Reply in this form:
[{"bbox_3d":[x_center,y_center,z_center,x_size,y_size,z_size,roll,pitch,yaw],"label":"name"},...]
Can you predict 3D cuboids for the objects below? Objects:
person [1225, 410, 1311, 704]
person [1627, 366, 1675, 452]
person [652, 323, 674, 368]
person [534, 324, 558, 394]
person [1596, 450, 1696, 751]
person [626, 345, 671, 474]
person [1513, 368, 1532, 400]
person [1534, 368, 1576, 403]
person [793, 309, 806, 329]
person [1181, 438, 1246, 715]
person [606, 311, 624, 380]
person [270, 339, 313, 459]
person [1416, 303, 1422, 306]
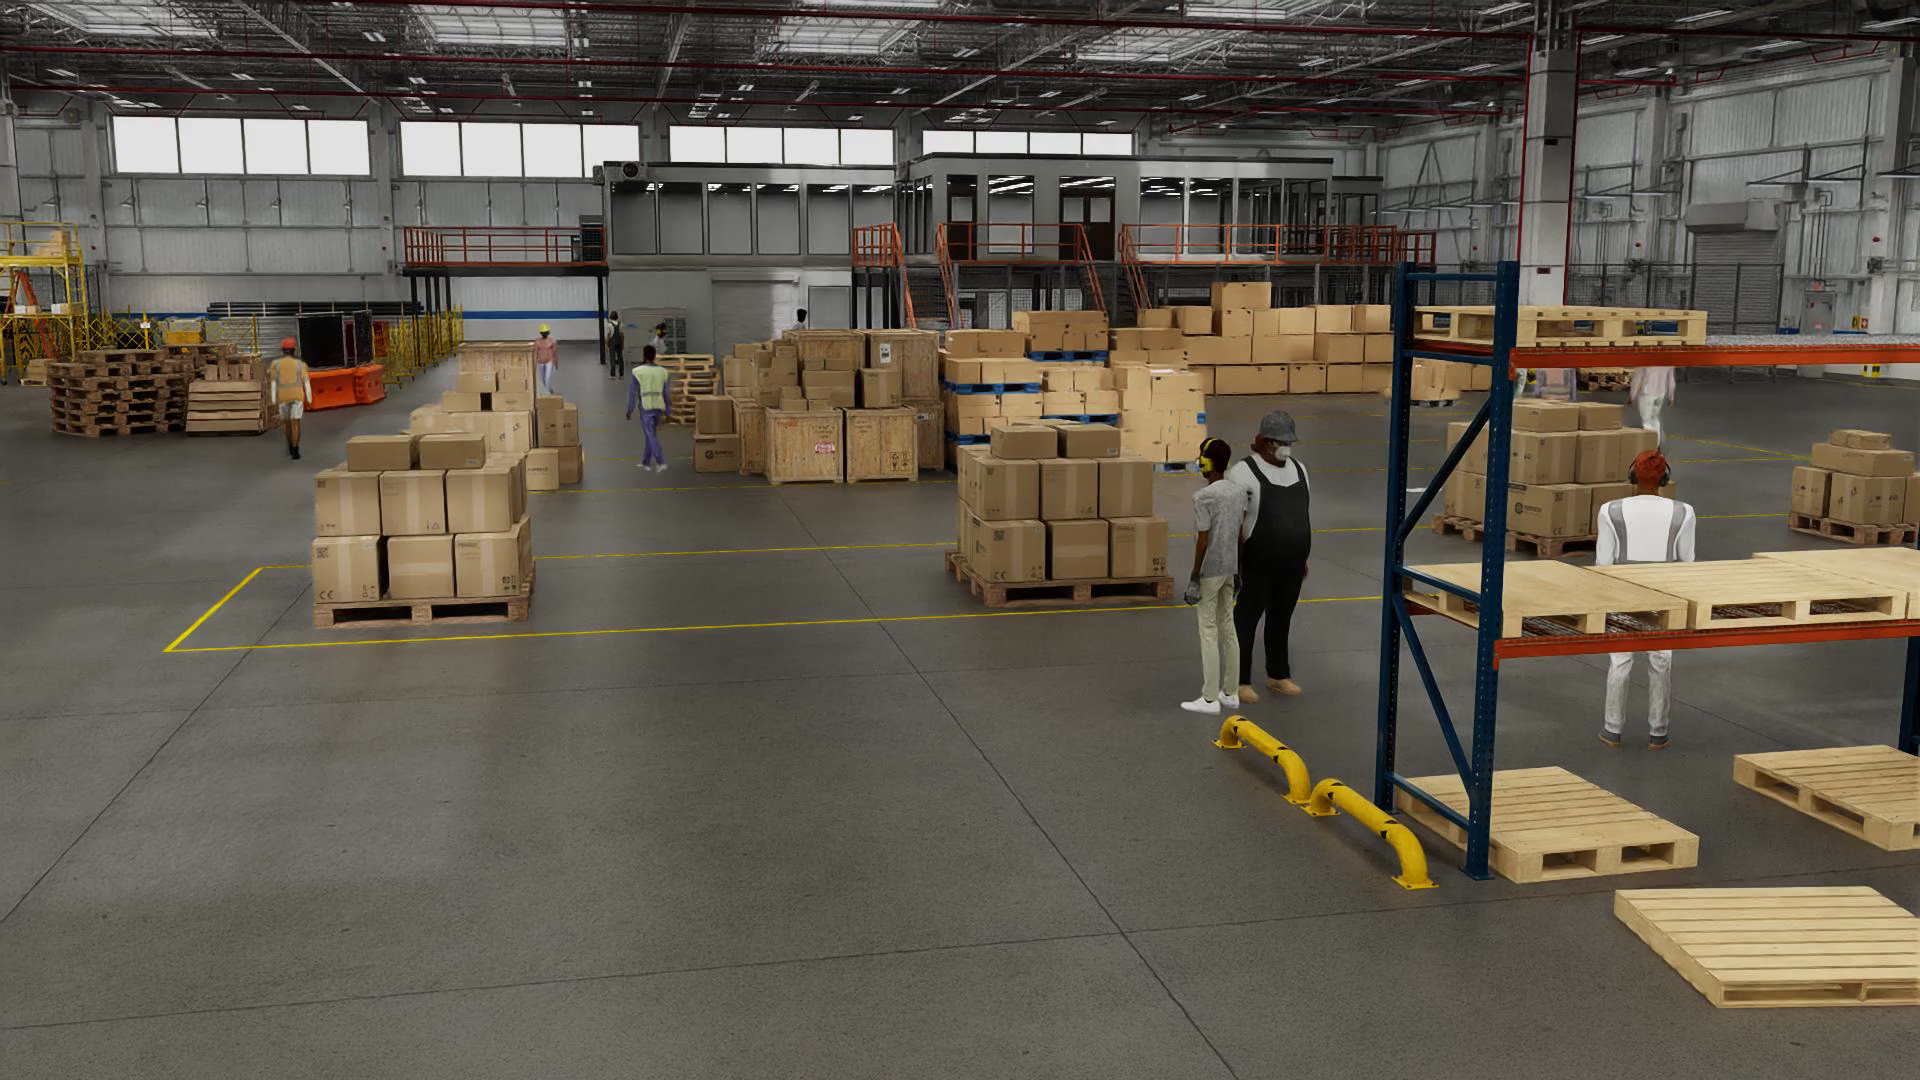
[{"bbox_3d":[2.173,0.109,11.515,0.688,2.000,0.536,-5,11,-28],"label":"person"},{"bbox_3d":[10.918,-2.247,26.235,0.665,1.916,0.438,-2,10,-14],"label":"person"},{"bbox_3d":[-6.326,-3.697,35.392,0.955,1.817,0.520,0,9,0],"label":"person"},{"bbox_3d":[-9.314,-4.002,37.478,0.528,1.743,0.787,1,9,7],"label":"person"},{"bbox_3d":[4.249,0.377,10.361,0.576,1.882,0.355,3,10,17],"label":"person"},{"bbox_3d":[-4.521,-1.921,24.407,0.593,1.873,0.991,-8,13,-42],"label":"person"},{"bbox_3d":[11.814,-3.594,35.074,0.493,1.718,0.736,5,11,29],"label":"person"},{"bbox_3d":[9.441,-2.218,26.397,0.661,1.814,0.442,4,10,24],"label":"person"},{"bbox_3d":[-4.042,-4.874,42.124,0.367,1.962,0.603,-3,10,-20],"label":"person"},{"bbox_3d":[1.714,0.244,11.226,0.532,1.865,0.311,-8,13,-42],"label":"person"},{"bbox_3d":[-9.234,-5.208,44.517,0.507,1.846,0.345,-6,11,-34],"label":"person"},{"bbox_3d":[-10.567,-2.237,26.306,0.574,1.882,0.998,-3,10,-15],"label":"person"},{"bbox_3d":[13.487,-5.969,48.846,0.604,1.948,0.386,-5,11,-29],"label":"person"}]
